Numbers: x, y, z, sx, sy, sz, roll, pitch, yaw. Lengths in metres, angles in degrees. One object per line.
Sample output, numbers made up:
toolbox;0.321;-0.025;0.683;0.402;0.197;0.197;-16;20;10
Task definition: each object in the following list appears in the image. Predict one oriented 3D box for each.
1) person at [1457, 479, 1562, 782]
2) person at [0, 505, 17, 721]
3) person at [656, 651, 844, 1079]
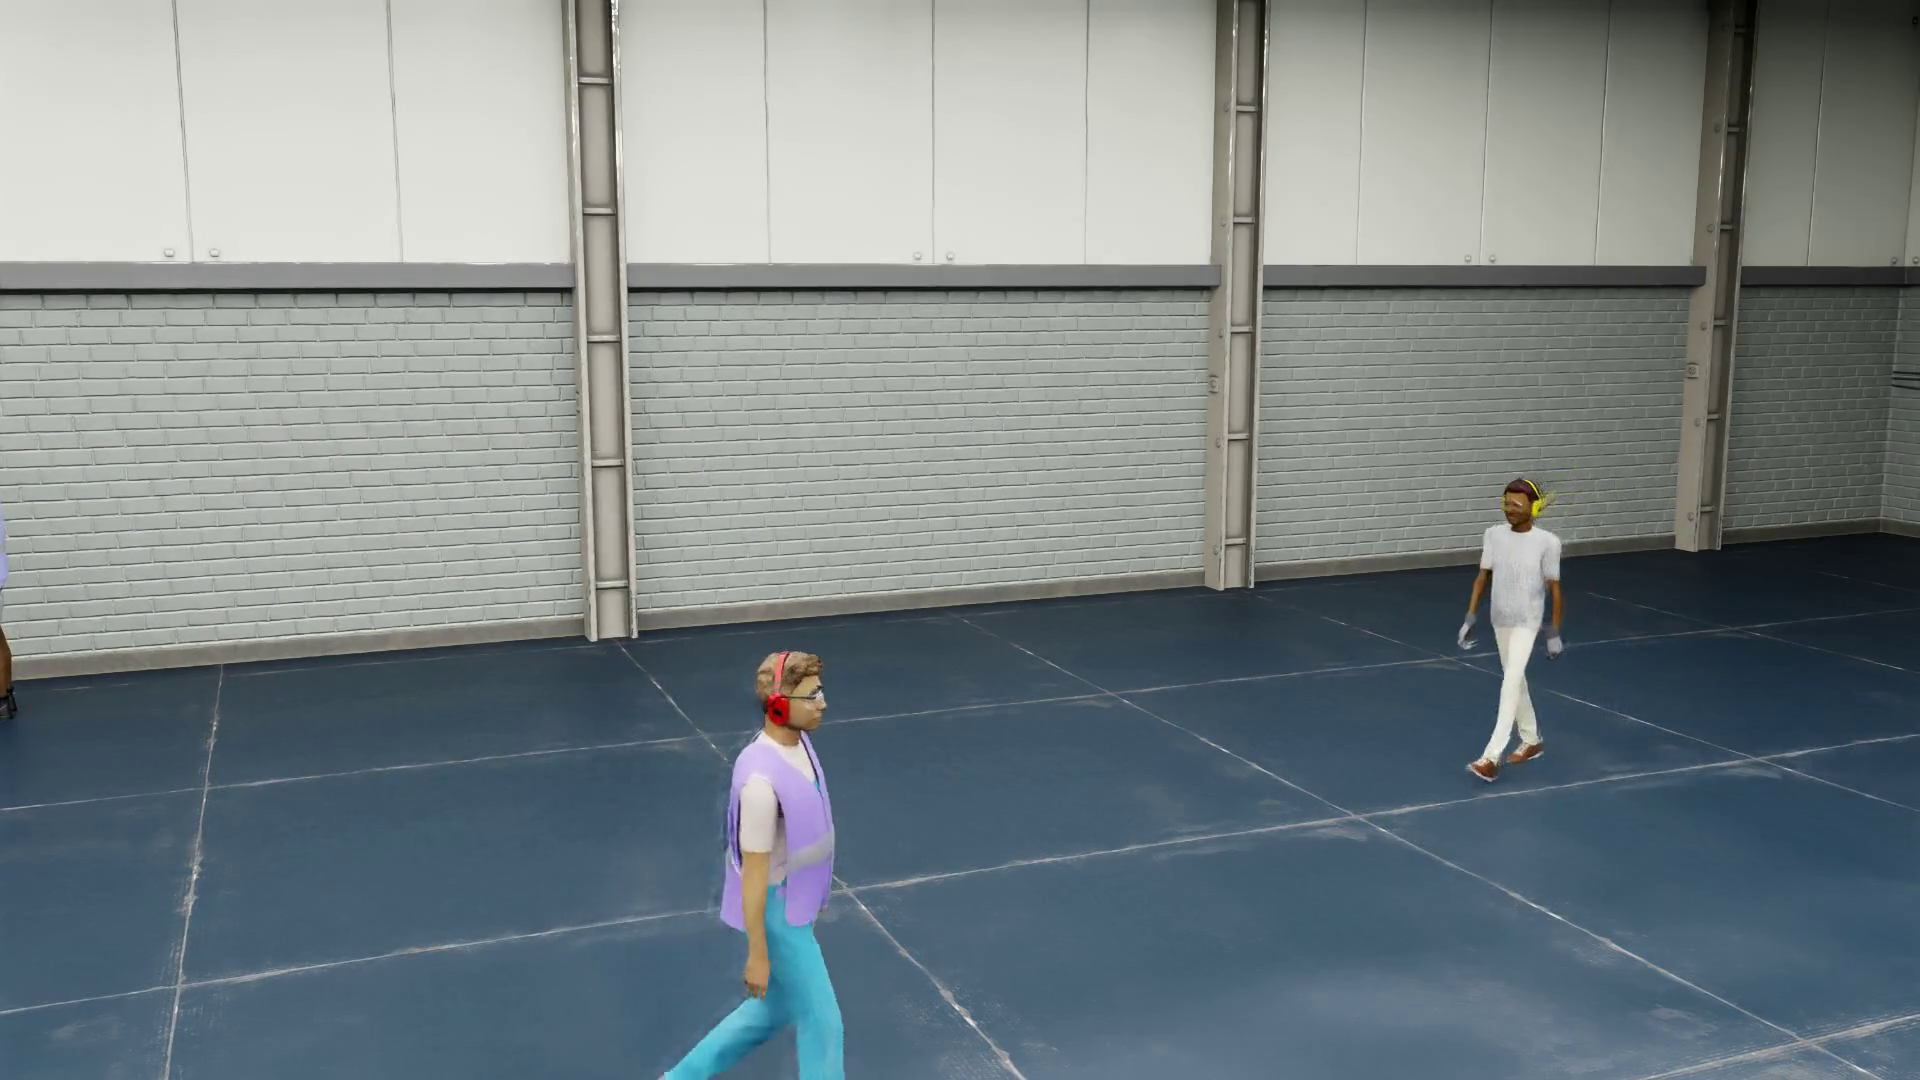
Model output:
person;3.327;0.532;10.086;0.991;1.818;0.516;-7;11;-38
person;-6.676;0.278;11.294;0.360;1.935;0.552;-3;10;-20
person;-0.656;1.250;5.564;0.842;1.822;0.569;1;9;5
